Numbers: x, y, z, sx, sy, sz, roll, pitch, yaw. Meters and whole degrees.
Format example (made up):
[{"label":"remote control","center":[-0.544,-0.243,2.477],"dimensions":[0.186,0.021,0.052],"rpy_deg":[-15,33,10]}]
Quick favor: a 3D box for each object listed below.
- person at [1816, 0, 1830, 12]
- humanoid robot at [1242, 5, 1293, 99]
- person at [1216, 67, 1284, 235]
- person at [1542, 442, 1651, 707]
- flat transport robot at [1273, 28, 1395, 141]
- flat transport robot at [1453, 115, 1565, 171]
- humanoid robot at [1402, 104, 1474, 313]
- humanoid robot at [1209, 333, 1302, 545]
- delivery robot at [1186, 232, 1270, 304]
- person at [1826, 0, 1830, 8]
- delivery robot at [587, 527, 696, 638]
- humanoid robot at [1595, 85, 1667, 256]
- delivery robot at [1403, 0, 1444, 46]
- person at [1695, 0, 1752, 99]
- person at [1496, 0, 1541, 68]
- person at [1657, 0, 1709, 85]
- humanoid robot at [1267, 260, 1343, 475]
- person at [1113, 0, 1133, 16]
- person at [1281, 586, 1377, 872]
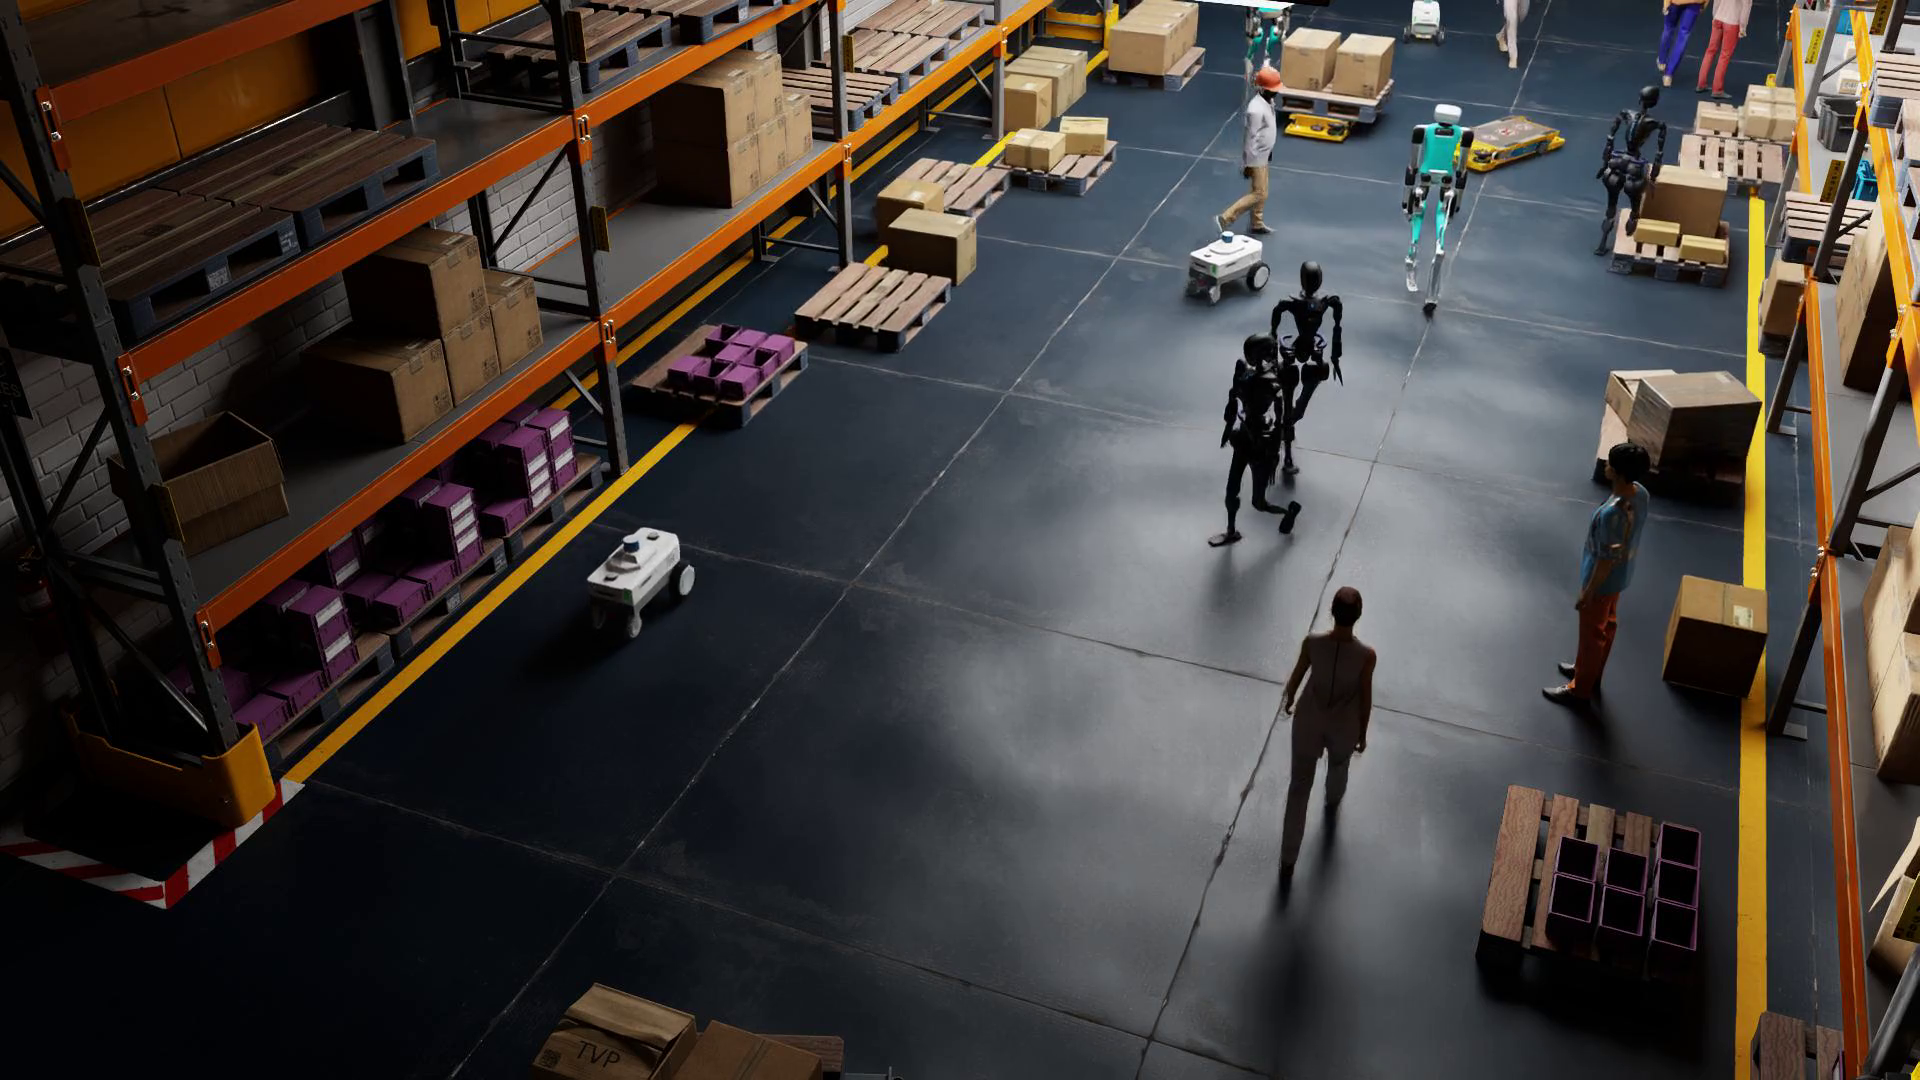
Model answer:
[{"label":"person","center":[11.248,-7.347,21.507],"dimensions":[0.579,1.844,0.608],"rpy_deg":[20,38,28]},{"label":"humanoid robot","center":[3.576,-6.011,19.581],"dimensions":[0.530,1.825,0.705],"rpy_deg":[-2,33,-3]},{"label":"person","center":[2.822,-3.713,15.994],"dimensions":[0.541,1.731,0.569],"rpy_deg":[5,33,8]},{"label":"person","center":[3.810,0.212,9.882],"dimensions":[0.330,1.767,0.495],"rpy_deg":[23,40,32]},{"label":"flat transport robot","center":[4.278,-4.946,19.246],"dimensions":[0.659,0.231,1.431],"rpy_deg":[14,35,21]},{"label":"flat transport robot","center":[5.983,-4.391,18.387],"dimensions":[1.431,0.231,0.659],"rpy_deg":[-22,39,-30]},{"label":"humanoid robot","center":[4.193,-2.864,14.699],"dimensions":[0.543,1.772,0.967],"rpy_deg":[5,33,8]},{"label":"humanoid robot","center":[2.079,-0.710,11.408],"dimensions":[0.644,1.629,0.611],"rpy_deg":[-16,36,-23]},{"label":"delivery robot","center":[2.446,-2.532,15.252],"dimensions":[0.798,0.601,0.499],"rpy_deg":[-25,41,-33]},{"label":"person","center":[10.961,-6.679,20.469],"dimensions":[0.508,1.860,0.389],"rpy_deg":[11,34,16]},{"label":"delivery robot","center":[-2.130,0.235,10.972],"dimensions":[0.499,0.604,0.801],"rpy_deg":[12,35,18]},{"label":"humanoid robot","center":[6.299,-3.466,15.662],"dimensions":[0.321,1.654,0.615],"rpy_deg":[-26,41,-34]},{"label":"delivery robot","center":[6.133,-6.844,21.938],"dimensions":[0.499,0.614,0.818],"rpy_deg":[7,34,11]},{"label":"person","center":[9.137,-6.143,19.720],"dimensions":[0.328,1.764,0.532],"rpy_deg":[-12,35,-17]},{"label":"person","center":[6.997,-6.902,20.933],"dimensions":[0.519,1.720,0.827],"rpy_deg":[-2,33,-3]},{"label":"person","center":[8.878,-6.626,20.310],"dimensions":[0.528,1.934,0.987],"rpy_deg":[11,35,17]},{"label":"humanoid robot","center":[2.574,-1.313,12.374],"dimensions":[0.609,1.623,0.785],"rpy_deg":[-4,33,-6]},{"label":"person","center":[2.185,-7.924,22.538],"dimensions":[0.534,1.696,0.322],"rpy_deg":[-15,36,-22]},{"label":"person","center":[1.948,0.957,8.872],"dimensions":[0.464,1.610,0.894],"rpy_deg":[11,34,16]}]
